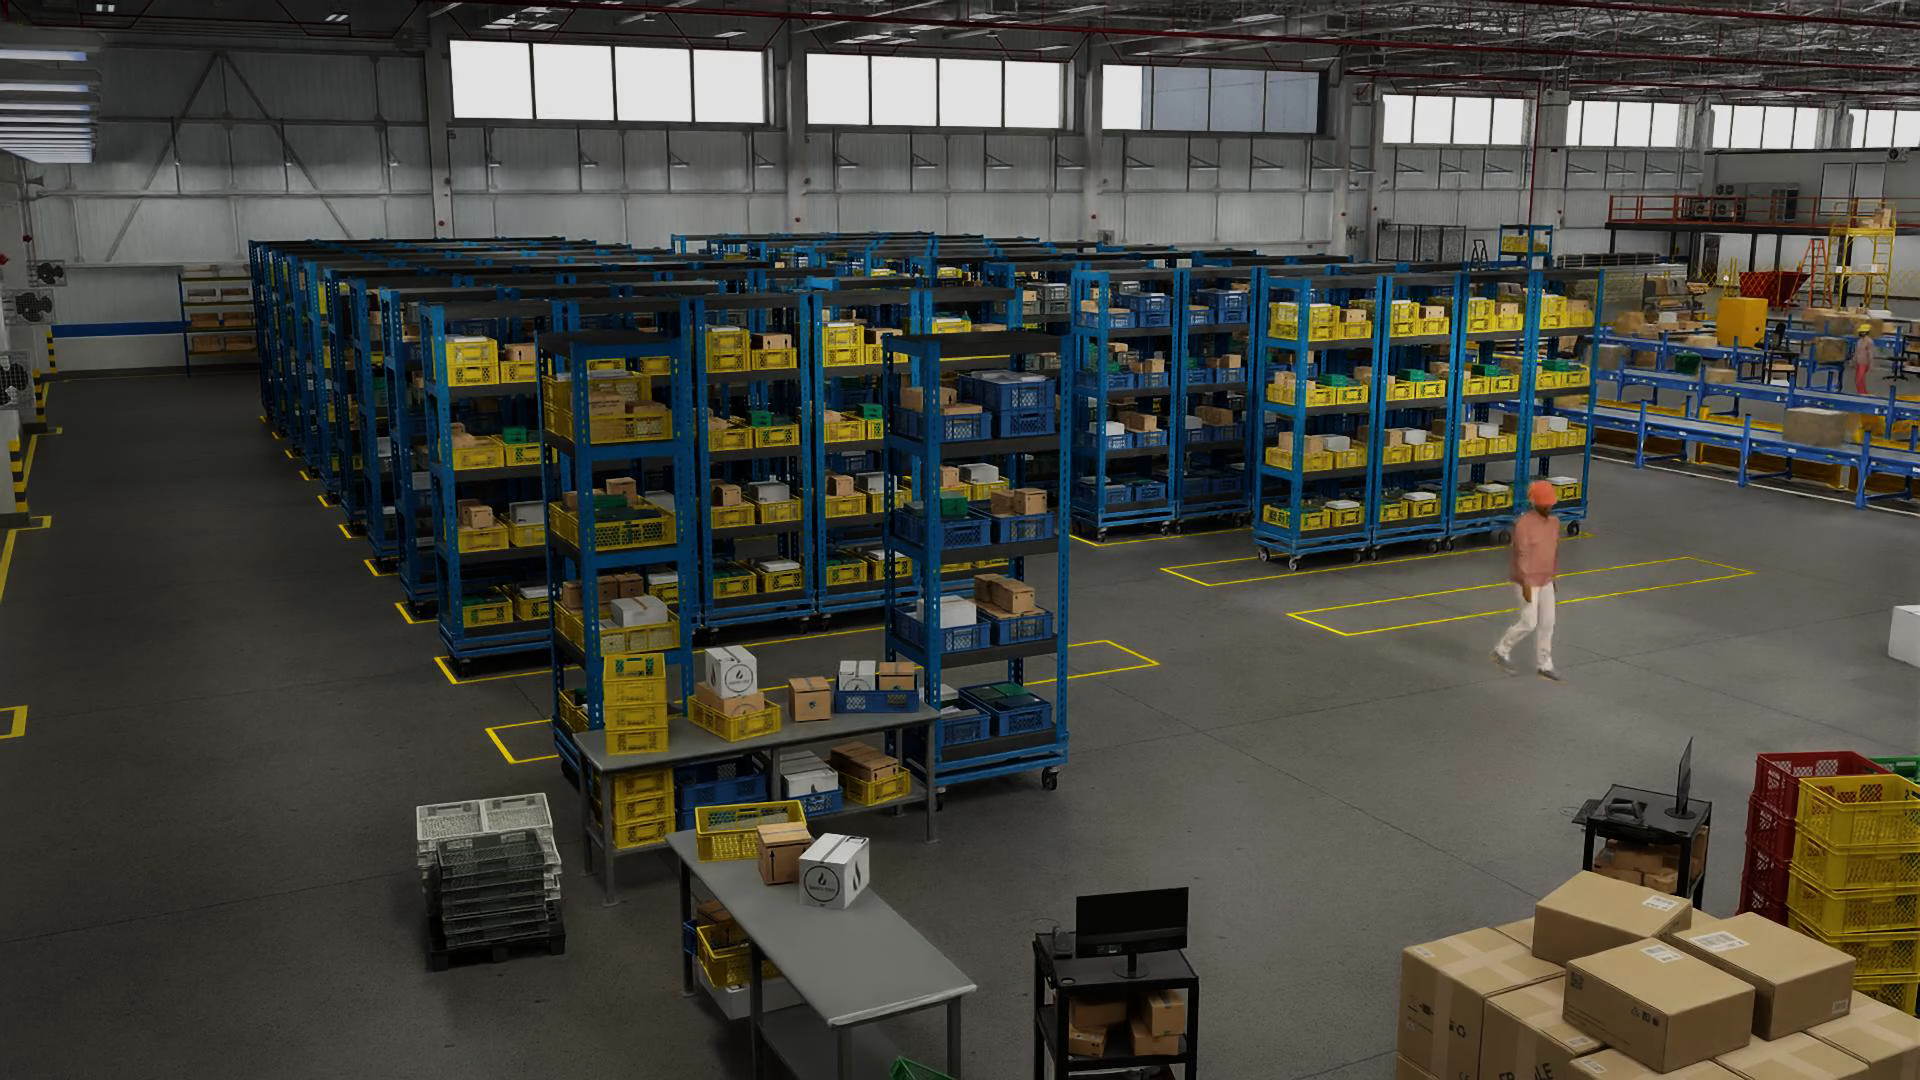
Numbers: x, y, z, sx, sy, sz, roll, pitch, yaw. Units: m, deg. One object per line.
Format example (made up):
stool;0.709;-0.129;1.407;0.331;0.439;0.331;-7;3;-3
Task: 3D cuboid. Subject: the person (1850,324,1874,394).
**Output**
person;19.411;-3.778;35.845;0.541;1.746;0.546;0;12;-1

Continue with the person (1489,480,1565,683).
person;5.498;0.377;15.910;0.617;1.973;0.592;-8;14;-33
